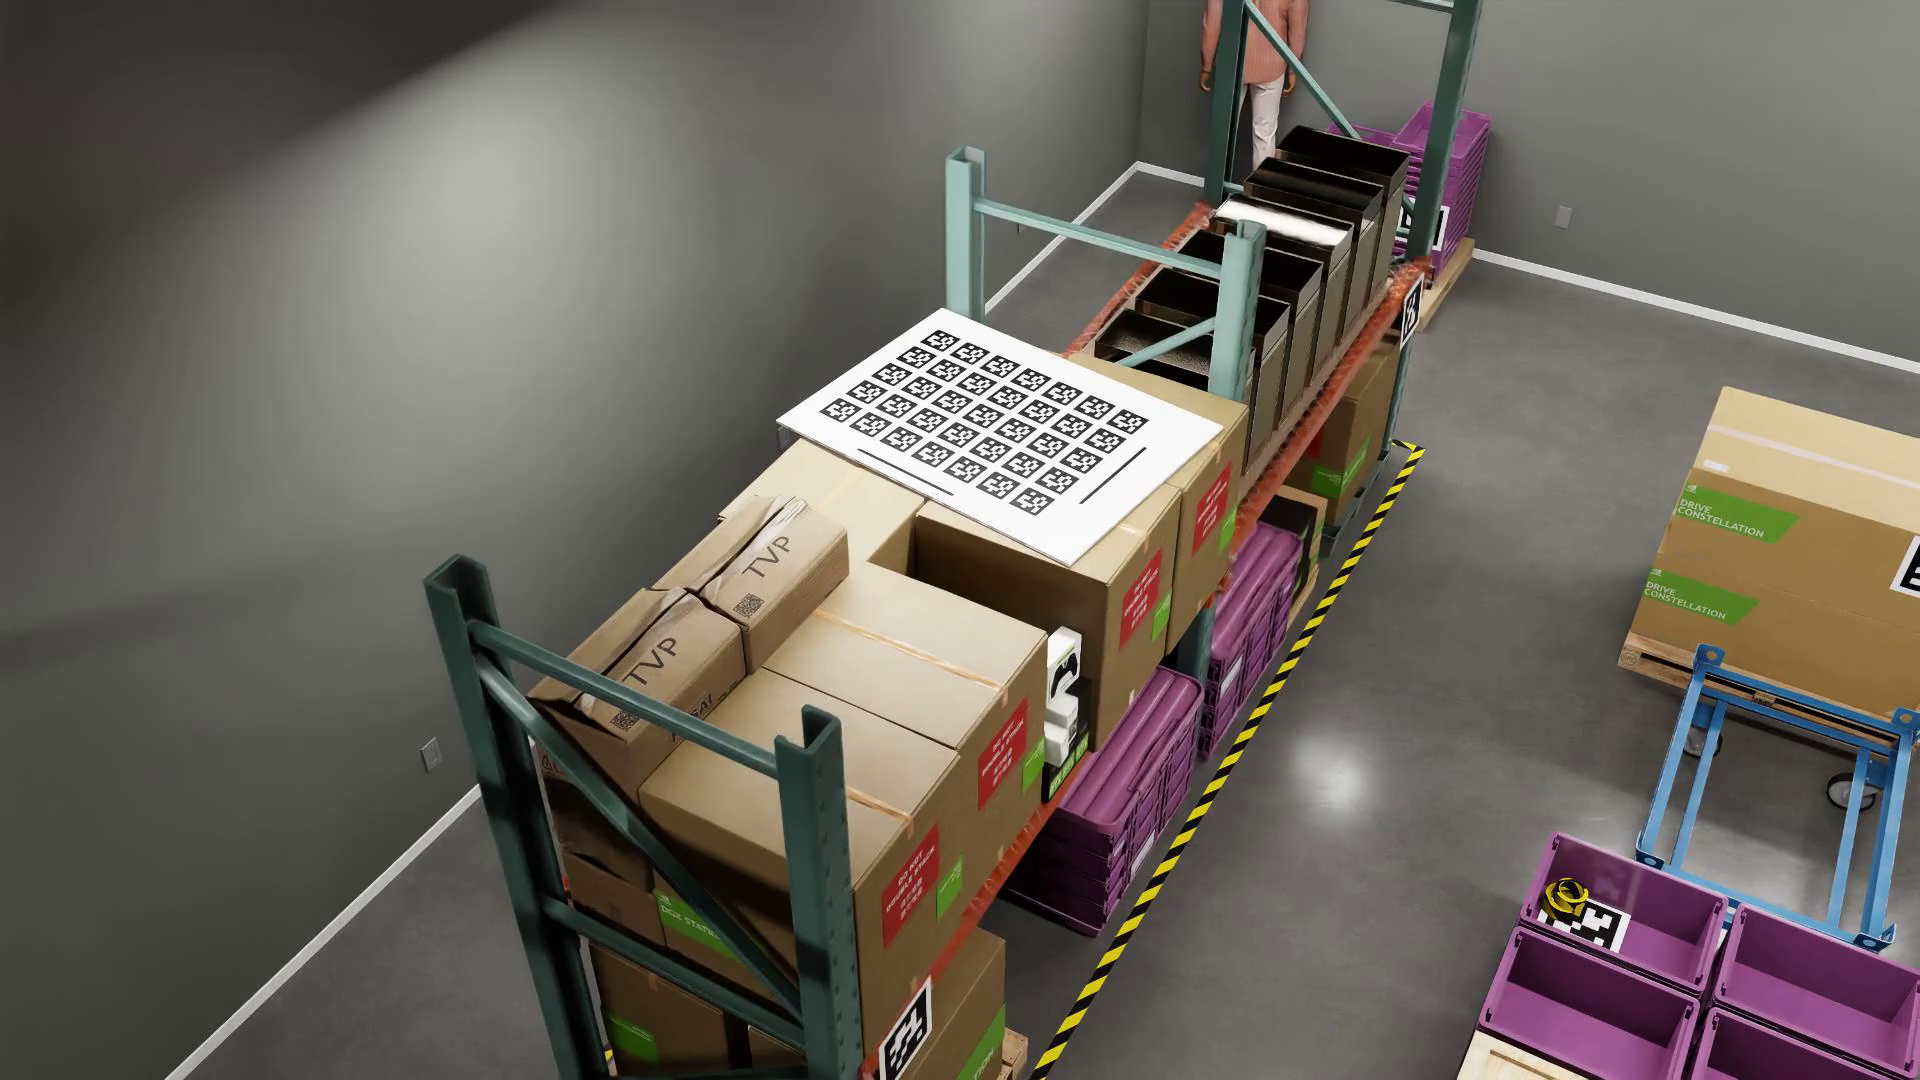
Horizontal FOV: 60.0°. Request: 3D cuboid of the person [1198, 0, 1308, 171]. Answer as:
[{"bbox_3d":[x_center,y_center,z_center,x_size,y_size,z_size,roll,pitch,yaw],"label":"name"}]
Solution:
[{"bbox_3d":[1.730,-2.834,9.930,0.611,1.996,0.379,4,40,5],"label":"person"}]
